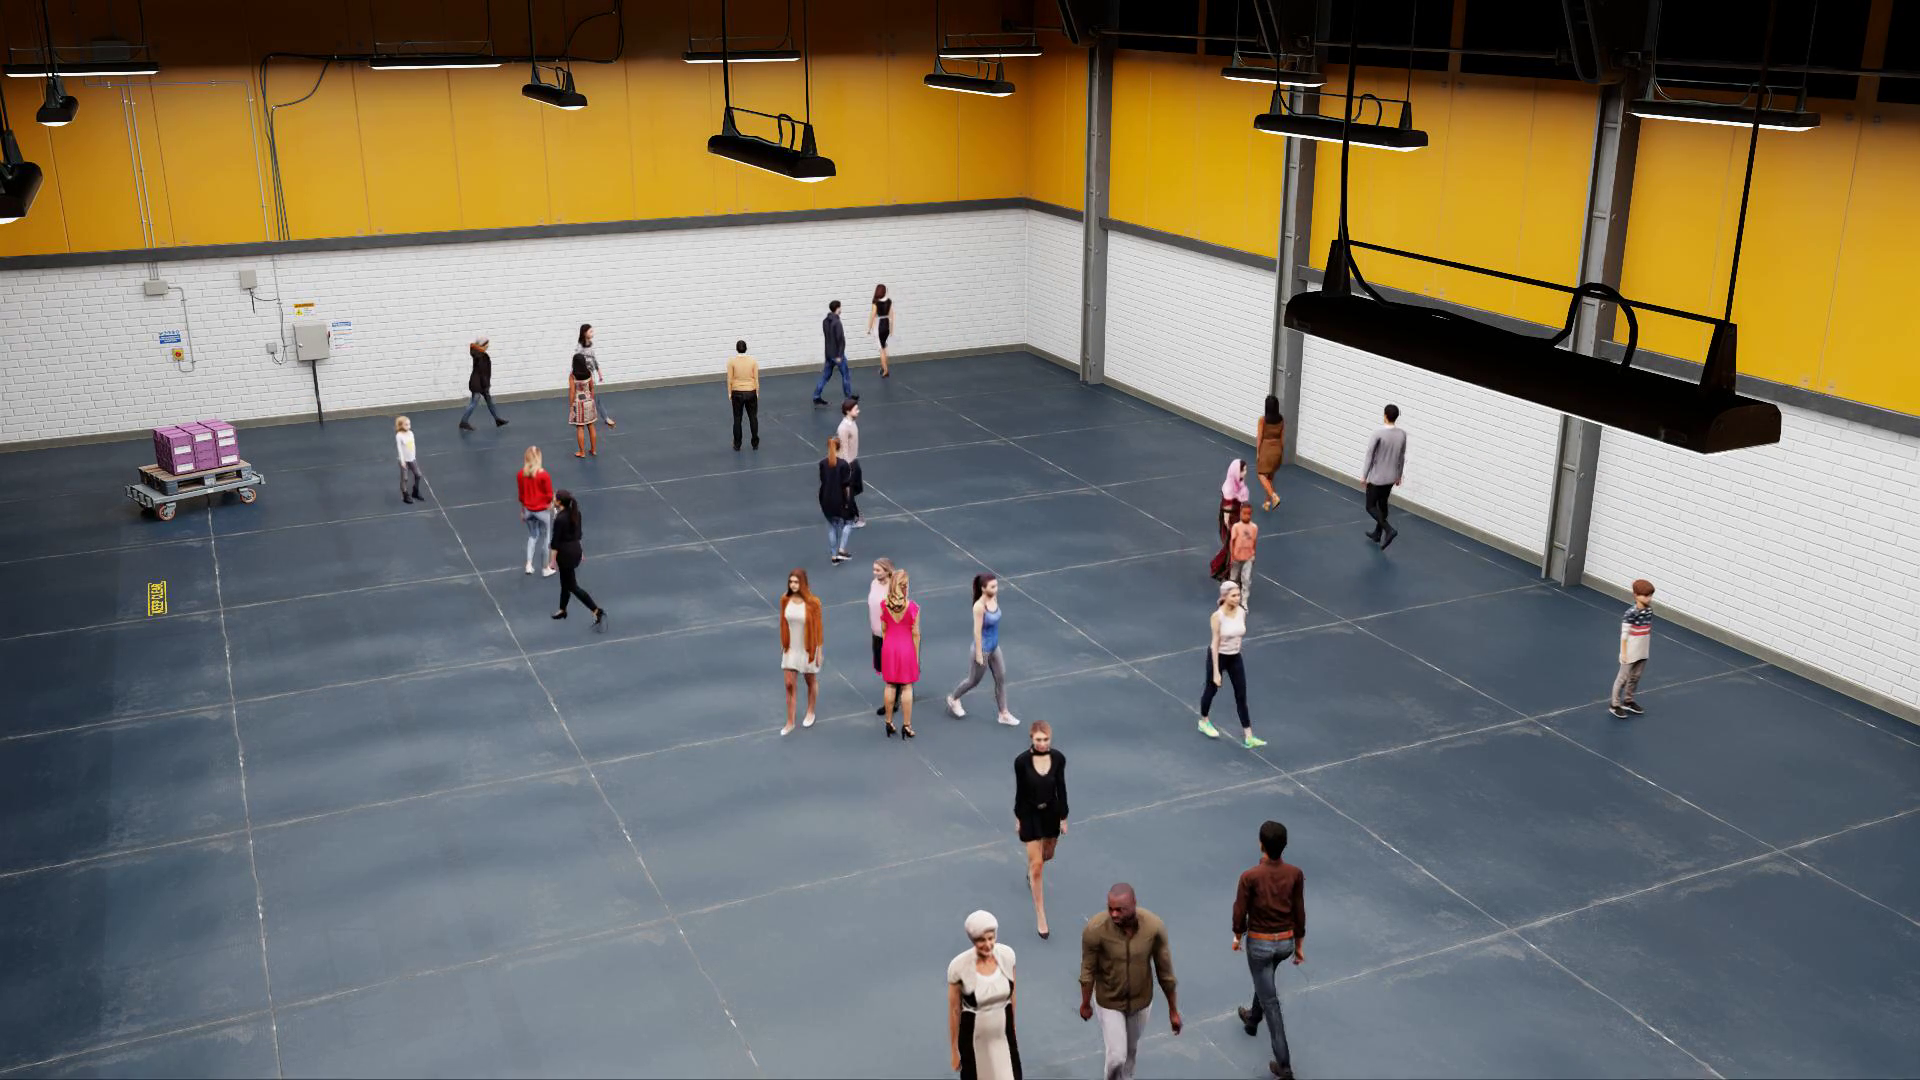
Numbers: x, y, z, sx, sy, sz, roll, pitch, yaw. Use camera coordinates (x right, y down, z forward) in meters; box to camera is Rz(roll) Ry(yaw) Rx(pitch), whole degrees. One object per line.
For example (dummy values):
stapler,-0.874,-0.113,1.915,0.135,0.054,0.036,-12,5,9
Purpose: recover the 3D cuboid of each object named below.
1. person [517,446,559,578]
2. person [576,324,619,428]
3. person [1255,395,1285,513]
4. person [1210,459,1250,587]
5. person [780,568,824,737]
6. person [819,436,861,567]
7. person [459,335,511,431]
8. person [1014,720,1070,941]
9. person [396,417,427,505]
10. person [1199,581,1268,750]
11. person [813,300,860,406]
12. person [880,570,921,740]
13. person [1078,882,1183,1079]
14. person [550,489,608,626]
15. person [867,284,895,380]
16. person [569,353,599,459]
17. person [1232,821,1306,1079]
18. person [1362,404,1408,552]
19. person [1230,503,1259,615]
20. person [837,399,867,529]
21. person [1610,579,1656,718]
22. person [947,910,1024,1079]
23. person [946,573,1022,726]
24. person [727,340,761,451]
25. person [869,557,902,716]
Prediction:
person,-5.258,-0.320,20.605,0.789,1.699,0.847,6,19,17
person,-6.262,-2.675,27.524,1.130,1.747,1.112,5,19,16
person,4.352,-1.161,23.142,0.622,1.673,0.844,-6,19,-16
person,3.284,-0.217,20.399,0.862,1.635,0.828,14,23,36
person,-1.541,1.048,16.538,0.900,1.701,0.973,5,19,14
person,-1.609,-0.464,21.076,0.794,1.670,0.856,8,20,24
person,-8.020,-2.580,27.477,0.862,1.596,1.059,-6,19,-16
person,0.631,2.196,13.083,0.789,1.730,1.153,-3,19,-9
person,-7.945,-1.146,23.732,0.641,1.268,0.593,11,22,30
person,2.510,1.183,16.196,0.691,1.664,1.122,-11,21,-29
person,-2.271,-3.212,28.959,0.959,1.848,1.188,-15,24,-37
person,-0.604,1.116,16.305,0.669,1.721,0.720,5,19,16
person,1.032,2.935,10.769,0.820,1.808,0.800,-6,20,-17
person,-4.410,0.240,19.047,1.109,1.631,1.026,7,20,20
person,-1.404,-3.865,30.996,0.669,1.785,0.712,-16,24,-39
person,-5.909,-2.122,26.041,0.712,1.645,0.652,-17,25,-41
person,2.127,2.813,11.251,0.725,1.731,1.127,-5,19,-15
person,5.572,-0.809,21.734,0.729,1.904,0.996,-8,20,-23
person,3.340,0.173,19.758,0.745,1.304,0.935,1,19,4
person,-1.571,-1.043,22.589,0.881,1.802,0.821,4,19,11
person,6.843,1.079,16.857,0.525,1.439,0.468,-10,21,-27
person,0.125,3.077,10.470,0.716,1.730,0.974,-6,19,-16
person,0.192,1.087,16.612,1.124,1.580,0.952,11,22,30
person,-3.431,-2.303,26.413,0.701,1.750,0.654,-3,19,-10
person,-0.654,0.945,16.890,0.802,1.671,0.824,16,25,40
